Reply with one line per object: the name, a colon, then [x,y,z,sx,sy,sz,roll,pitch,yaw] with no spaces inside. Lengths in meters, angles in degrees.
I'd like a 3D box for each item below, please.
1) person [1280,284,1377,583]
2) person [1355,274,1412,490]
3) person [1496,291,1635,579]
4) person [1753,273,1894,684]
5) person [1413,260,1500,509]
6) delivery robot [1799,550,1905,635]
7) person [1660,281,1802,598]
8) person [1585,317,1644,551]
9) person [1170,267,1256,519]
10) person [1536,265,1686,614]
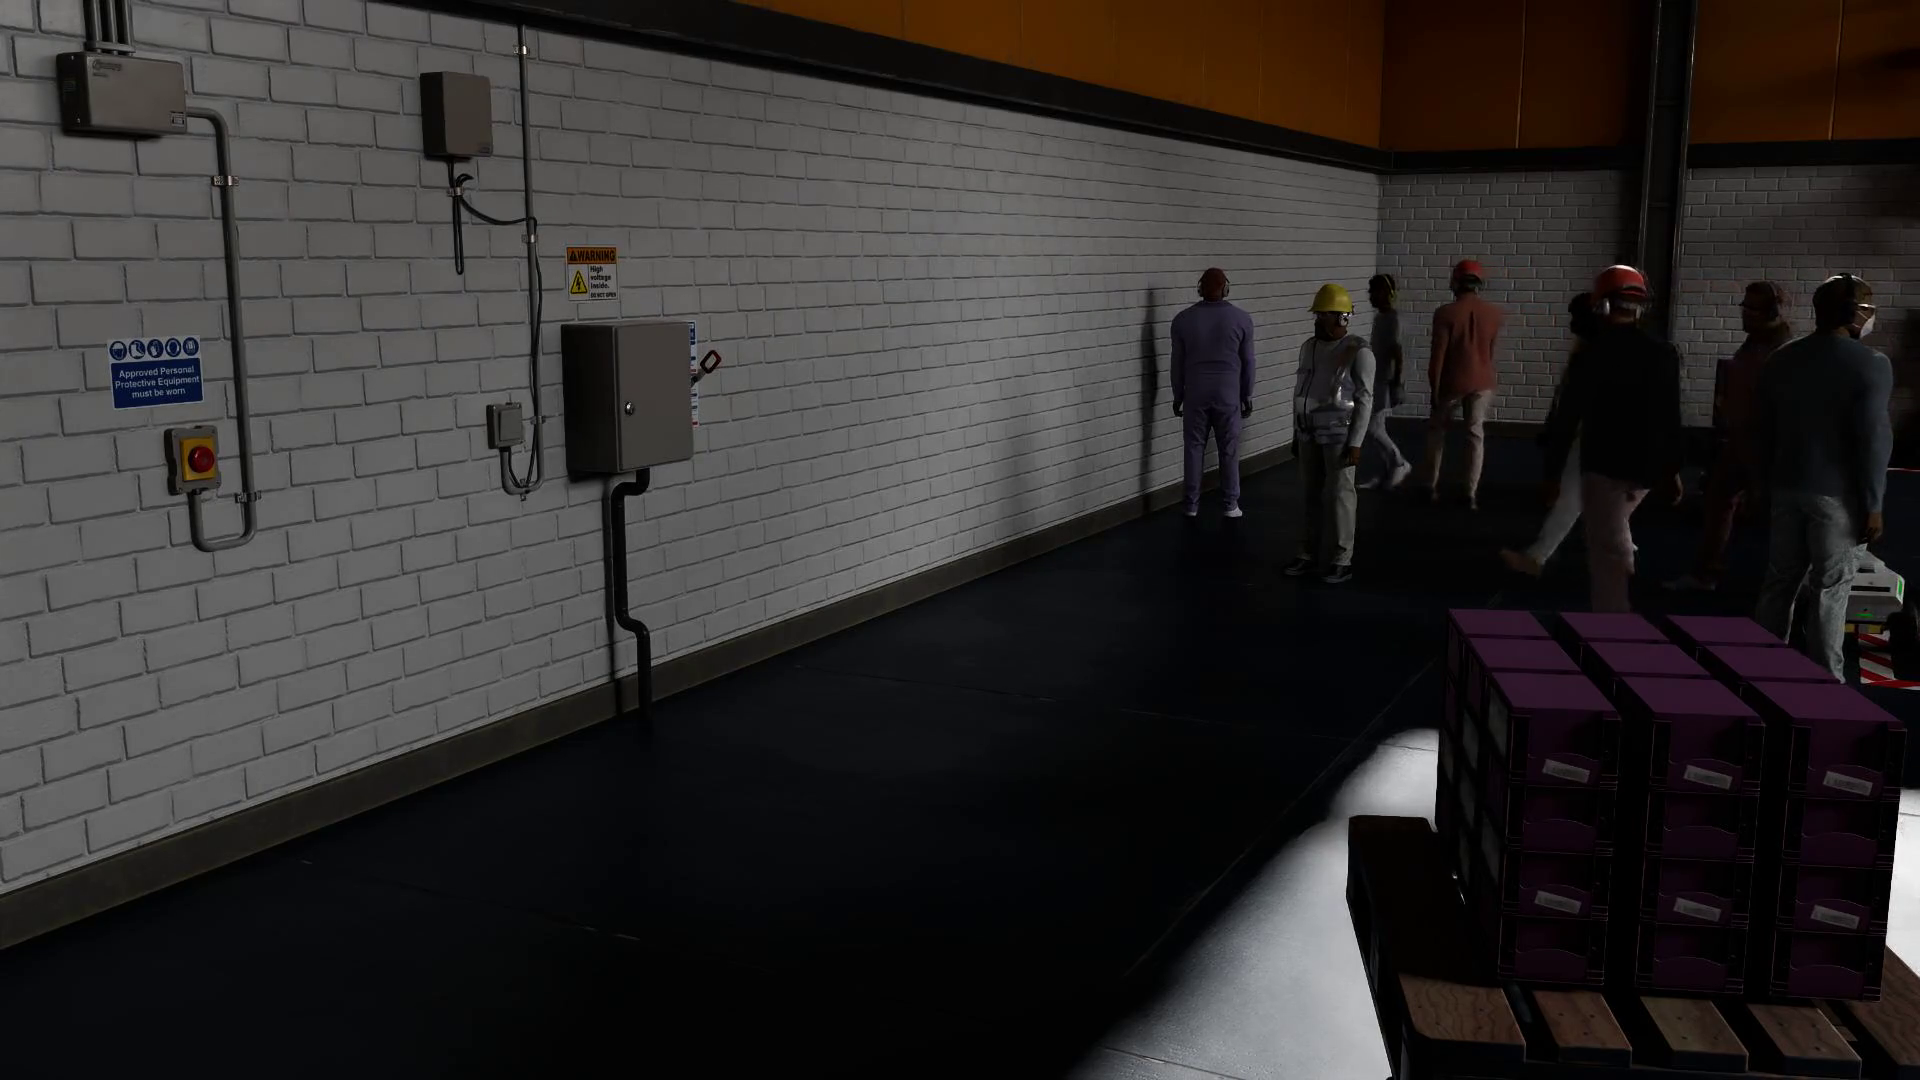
person: [2.265,-0.657,10.279,0.404,1.833,0.588,-7,12,-35]
person: [3.556,-1.319,14.063,0.402,1.849,0.562,-1,10,-7]
person: [3.836,-0.640,10.349,0.952,1.781,0.609,1,10,3]
person: [3.740,-0.184,7.245,0.379,1.937,0.629,-4,11,-22]
person: [3.982,-1.257,13.378,0.605,1.955,0.843,-1,10,-8]
delivery robot: [4.633,0.216,8.652,0.477,0.478,0.707,2,10,14]
person: [4.708,-0.576,9.713,0.926,1.868,0.645,1,10,7]
person: [4.432,-0.718,11.211,0.499,1.633,0.286,-8,13,-39]
person: [1.922,-1.107,12.663,0.643,1.913,0.410,2,10,12]
person: [3.126,-0.333,8.039,0.743,1.951,0.691,-4,11,-23]
